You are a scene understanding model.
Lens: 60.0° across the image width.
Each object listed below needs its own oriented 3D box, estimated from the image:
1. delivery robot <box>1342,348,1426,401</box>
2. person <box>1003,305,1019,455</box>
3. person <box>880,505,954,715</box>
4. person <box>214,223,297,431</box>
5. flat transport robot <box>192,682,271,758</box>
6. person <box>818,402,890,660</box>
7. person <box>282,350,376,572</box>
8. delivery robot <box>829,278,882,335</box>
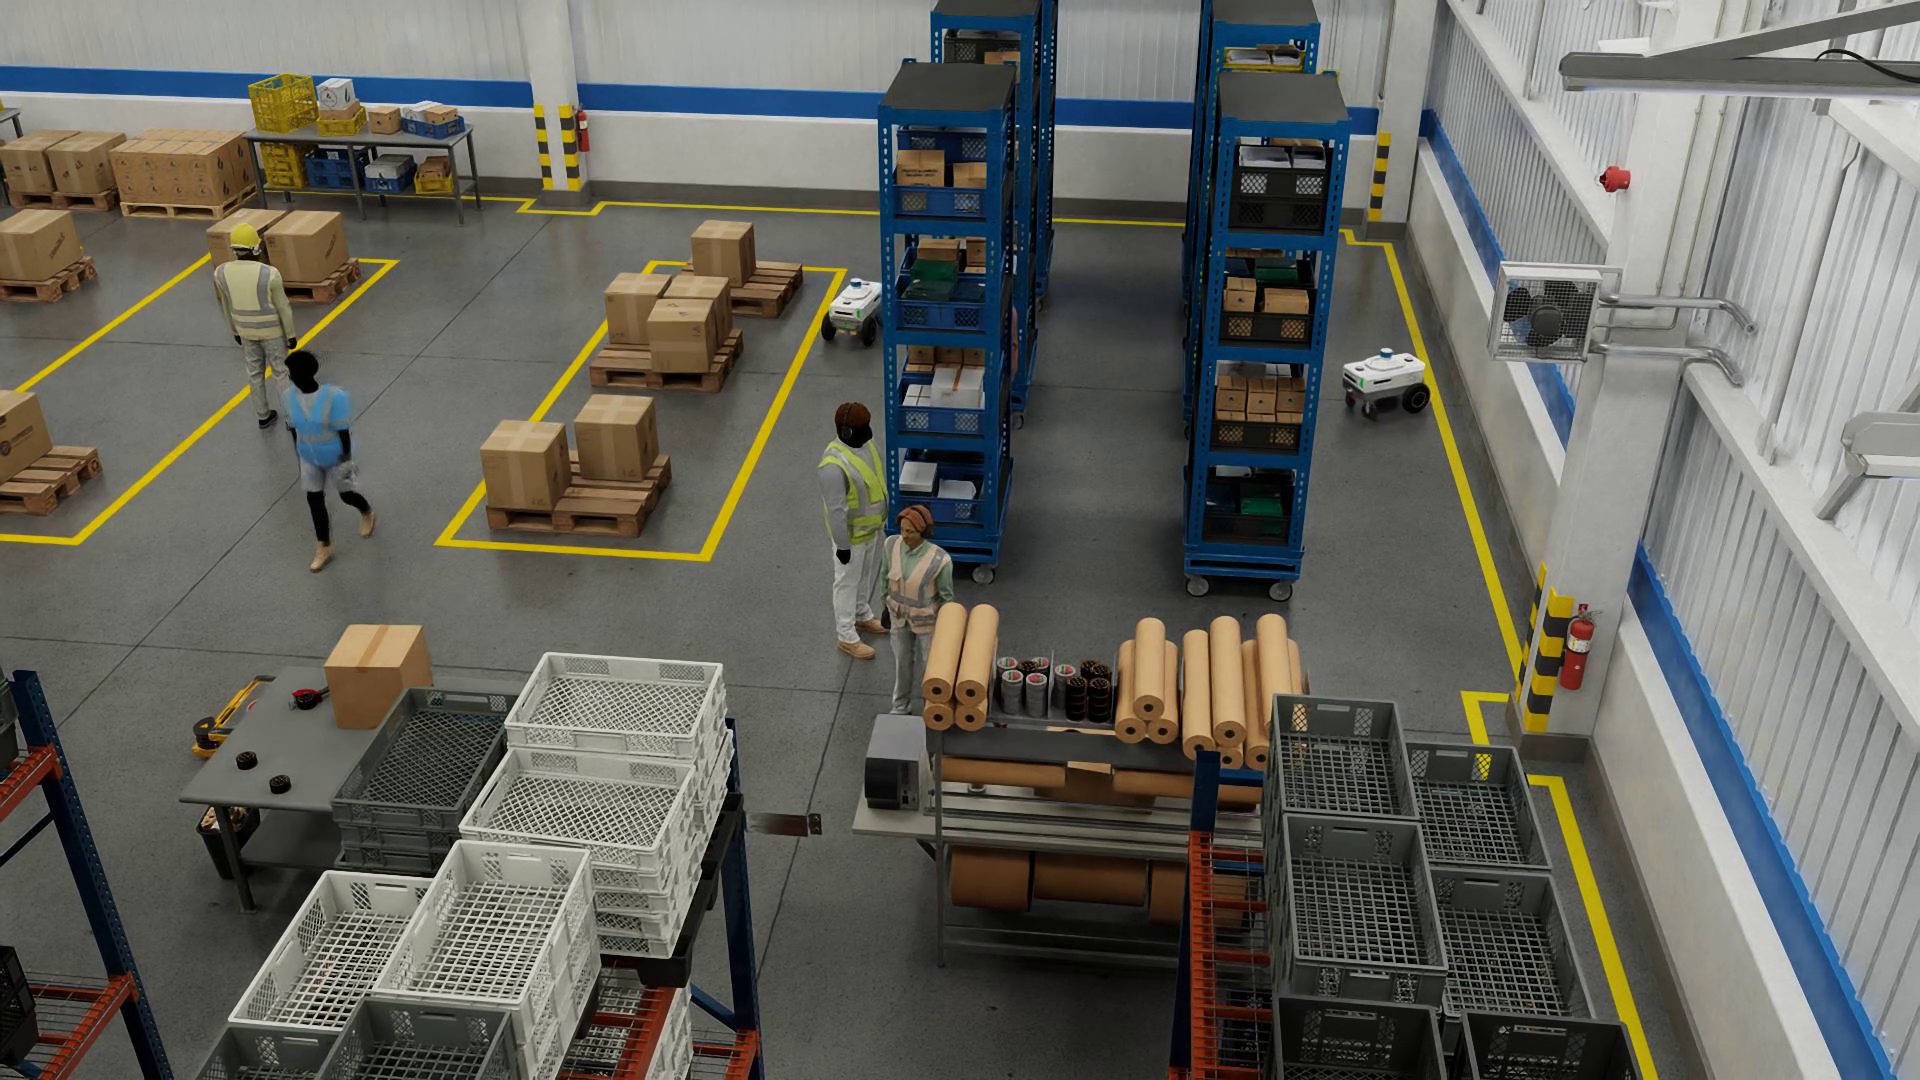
[{"bbox_3d":[3.765,-1.469,14.799,0.707,0.478,0.477,-12,32,-19],"label":"delivery robot"},{"bbox_3d":[0.169,-1.338,13.246,0.612,1.991,0.392,18,35,28],"label":"person"},{"bbox_3d":[-0.273,0.506,10.423,0.514,1.642,0.310,16,34,26],"label":"person"},{"bbox_3d":[-5.967,-1.814,14.234,0.595,1.824,0.404,3,30,6],"label":"person"},{"bbox_3d":[-4.089,1.163,10.648,1.431,0.197,0.652,3,30,6],"label":"flat transport robot"},{"bbox_3d":[-0.692,-0.088,11.247,0.429,1.844,0.627,9,32,16],"label":"person"},{"bbox_3d":[-4.714,-0.640,12.354,0.543,1.674,0.695,4,30,8],"label":"person"},{"bbox_3d":[-1.011,-2.316,16.254,0.477,0.478,0.707,9,31,15],"label":"delivery robot"}]
